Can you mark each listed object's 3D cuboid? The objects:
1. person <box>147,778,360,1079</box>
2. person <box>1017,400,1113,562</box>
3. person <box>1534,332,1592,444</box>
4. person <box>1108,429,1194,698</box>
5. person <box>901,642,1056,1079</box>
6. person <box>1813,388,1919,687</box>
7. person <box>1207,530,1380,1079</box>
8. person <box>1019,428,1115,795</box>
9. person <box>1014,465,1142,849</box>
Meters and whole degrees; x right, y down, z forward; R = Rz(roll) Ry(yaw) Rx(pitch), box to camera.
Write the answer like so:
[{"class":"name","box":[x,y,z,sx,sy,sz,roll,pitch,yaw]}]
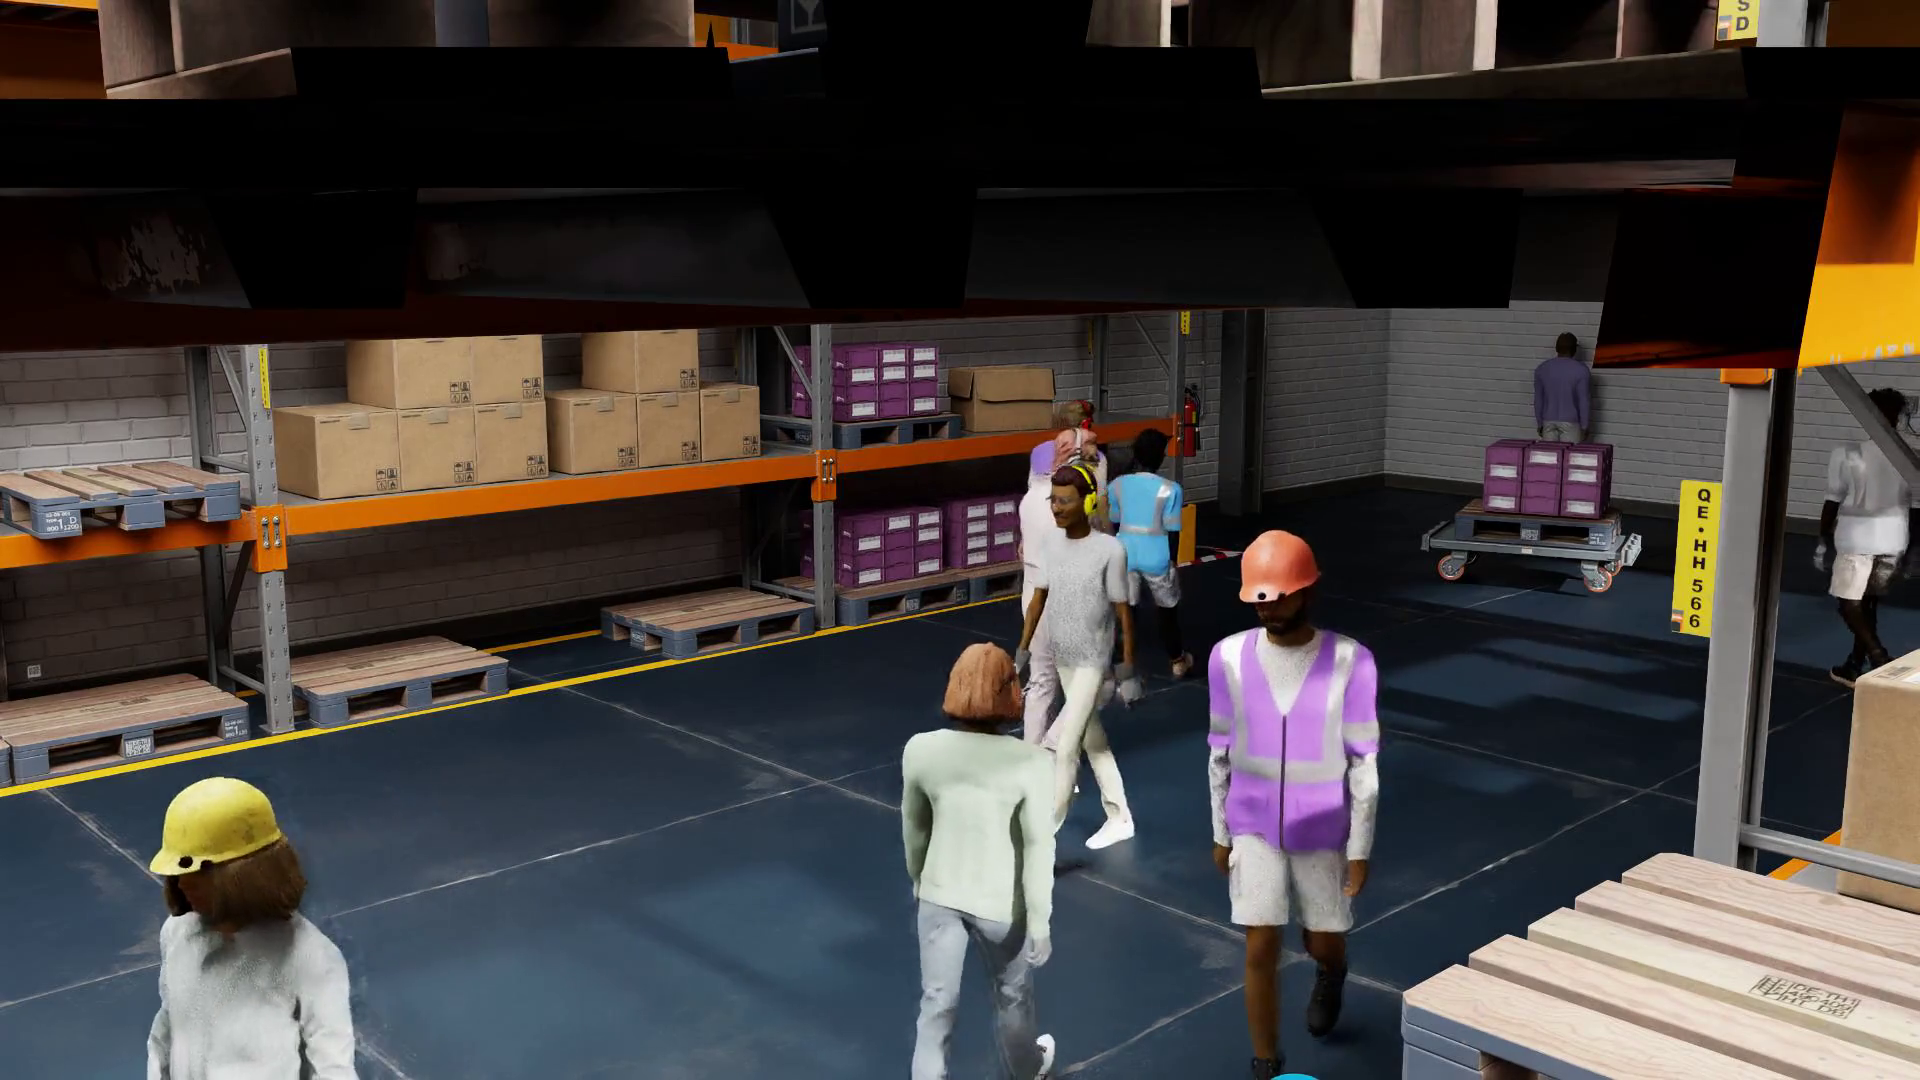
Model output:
[{"class":"person","box":[-1.465,1.299,3.548,0.477,1.696,0.907,6,11,32]},{"class":"person","box":[0.740,-0.011,10.882,0.589,1.806,0.819,8,13,40]},{"class":"person","box":[6.388,-1.232,17.651,0.372,1.940,0.631,-9,13,-41]},{"class":"person","box":[1.214,0.123,10.522,0.545,1.658,0.849,5,11,29]},{"class":"person","box":[0.063,1.093,5.082,0.517,1.582,0.889,3,10,20]},{"class":"person","box":[5.671,0.030,10.290,0.604,1.933,0.834,0,10,0]},{"class":"person","box":[1.078,0.886,5.383,0.553,1.906,0.797,3,10,19]},{"class":"person","box":[0.533,0.373,8.385,0.423,1.887,0.697,-4,10,-22]},{"class":"person","box":[0.492,0.571,7.452,0.983,1.816,0.520,-8,13,-39]}]
